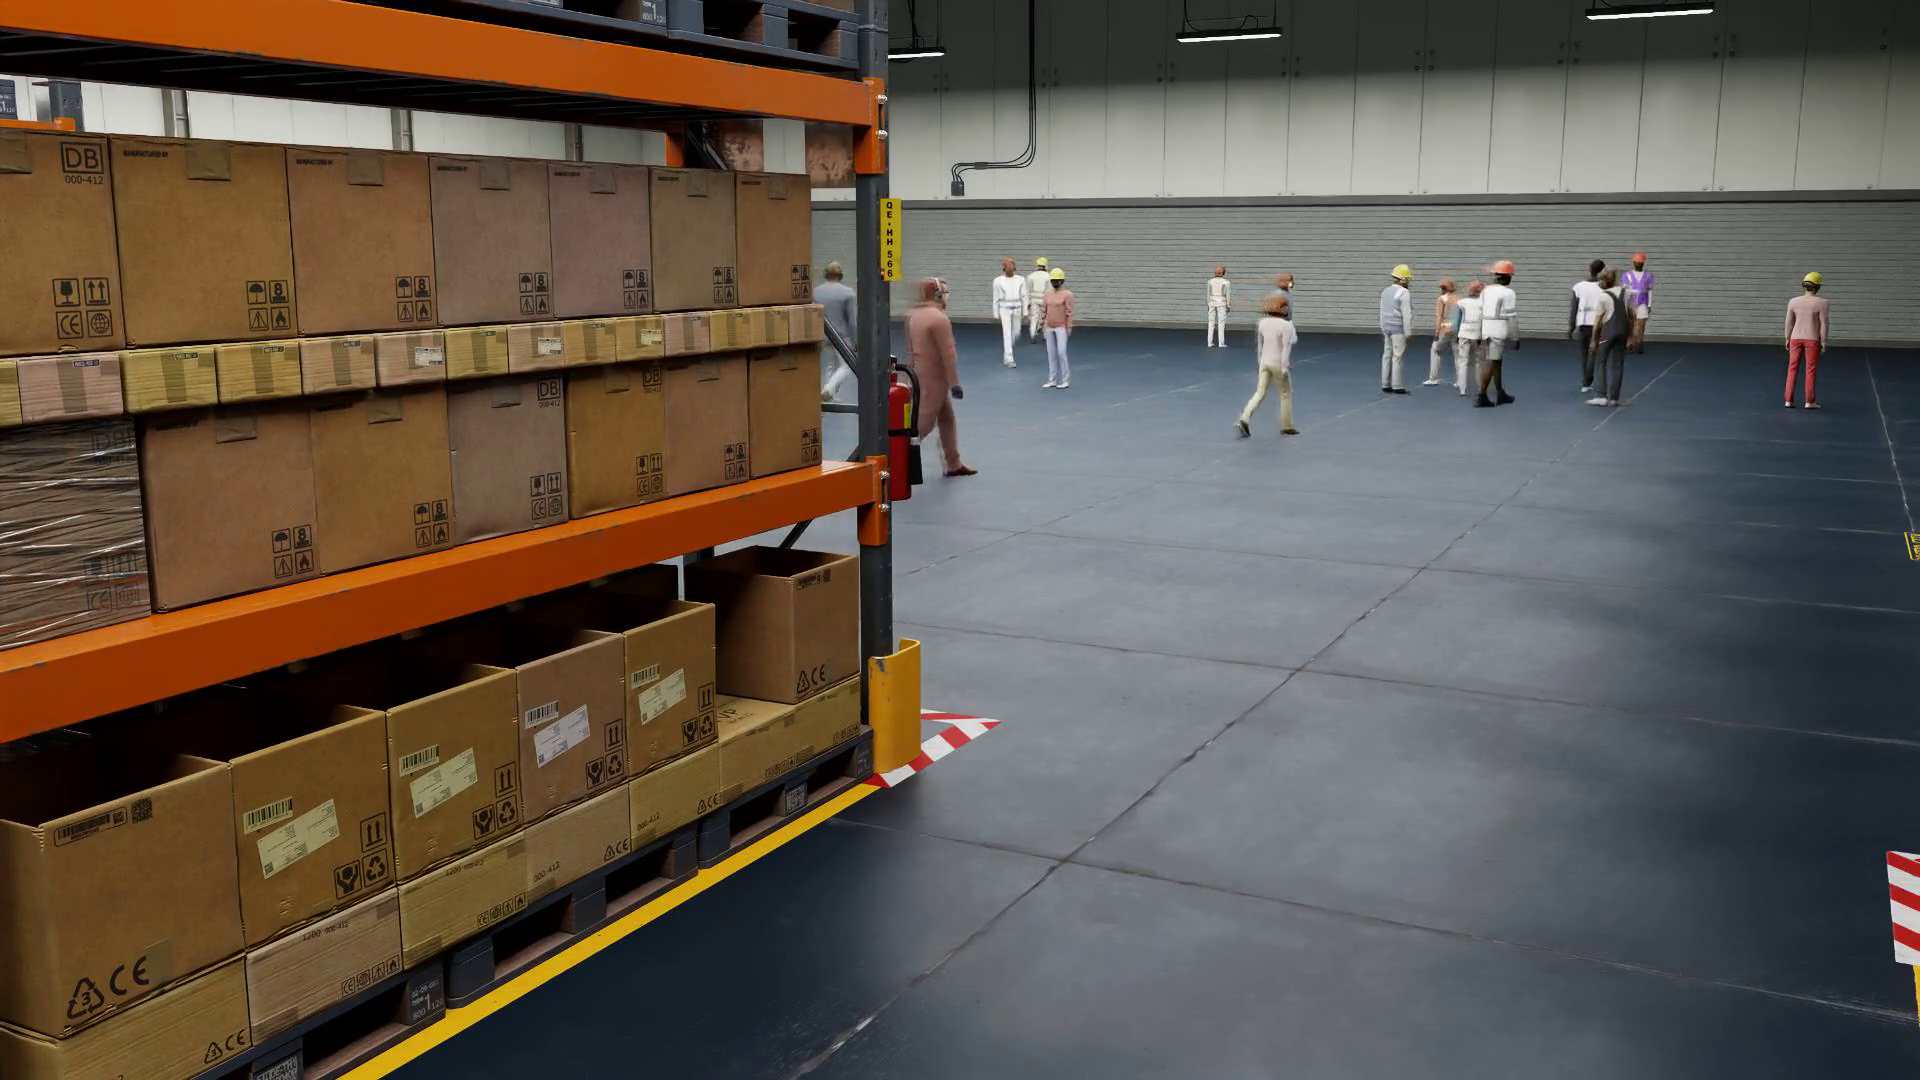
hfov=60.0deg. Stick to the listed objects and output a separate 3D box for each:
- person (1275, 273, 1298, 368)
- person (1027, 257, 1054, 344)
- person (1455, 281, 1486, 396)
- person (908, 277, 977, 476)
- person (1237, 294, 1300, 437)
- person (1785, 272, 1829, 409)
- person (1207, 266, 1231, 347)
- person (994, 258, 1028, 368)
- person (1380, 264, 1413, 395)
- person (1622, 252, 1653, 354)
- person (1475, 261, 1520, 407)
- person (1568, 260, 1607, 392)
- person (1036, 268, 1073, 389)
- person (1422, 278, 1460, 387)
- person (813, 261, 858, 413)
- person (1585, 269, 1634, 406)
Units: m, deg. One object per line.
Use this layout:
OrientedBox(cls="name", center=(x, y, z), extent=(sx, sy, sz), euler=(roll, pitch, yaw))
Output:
OrientedBox(cls="person", center=(5.402, -3.609, 27.574), extent=(0.353, 1.617, 0.520), euler=(9, 14, 42))
OrientedBox(cls="person", center=(1.662, -4.957, 34.446), extent=(0.598, 1.796, 0.889), euler=(4, 11, 18))
OrientedBox(cls="person", center=(7.230, -2.838, 23.423), extent=(0.518, 1.603, 0.824), euler=(5, 12, 26))
OrientedBox(cls="person", center=(-0.286, -1.475, 15.273), extent=(0.950, 1.867, 0.640), euler=(-4, 11, -18))
OrientedBox(cls="person", center=(3.454, -1.936, 18.521), extent=(0.830, 1.600, 0.506), euler=(-8, 13, -36))
OrientedBox(cls="person", center=(10.977, -2.580, 21.563), extent=(0.328, 1.767, 0.530), euler=(-9, 14, -40))
OrientedBox(cls="person", center=(5.186, -4.678, 33.378), extent=(0.509, 1.629, 0.316), euler=(6, 12, 31))
OrientedBox(cls="person", center=(0.840, -3.889, 28.426), extent=(0.578, 1.866, 0.802), euler=(-4, 11, -19))
OrientedBox(cls="person", center=(6.166, -2.956, 23.430), extent=(0.404, 1.829, 0.600), euler=(-4, 11, -20))
OrientedBox(cls="person", center=(12.782, -4.459, 31.392), extent=(0.570, 1.913, 0.780), euler=(3, 11, 16))
OrientedBox(cls="person", center=(7.115, -2.693, 21.799), extent=(0.869, 1.898, 0.569), euler=(-5, 11, -24))
OrientedBox(cls="person", center=(9.220, -3.106, 24.154), extent=(0.621, 1.867, 1.007), euler=(8, 13, 36))
OrientedBox(cls="person", center=(1.407, -3.111, 24.482), extent=(0.539, 1.765, 0.355), euler=(9, 14, 40))
OrientedBox(cls="person", center=(7.188, -3.065, 24.630), extent=(0.620, 1.600, 0.748), euler=(-7, 13, -34))
OrientedBox(cls="person", center=(-1.588, -2.529, 20.843), extent=(0.641, 1.924, 0.666), euler=(6, 12, 29))
OrientedBox(cls="person", center=(8.551, -2.639, 21.817), extent=(0.632, 1.807, 0.364), euler=(-1, 10, -7))
